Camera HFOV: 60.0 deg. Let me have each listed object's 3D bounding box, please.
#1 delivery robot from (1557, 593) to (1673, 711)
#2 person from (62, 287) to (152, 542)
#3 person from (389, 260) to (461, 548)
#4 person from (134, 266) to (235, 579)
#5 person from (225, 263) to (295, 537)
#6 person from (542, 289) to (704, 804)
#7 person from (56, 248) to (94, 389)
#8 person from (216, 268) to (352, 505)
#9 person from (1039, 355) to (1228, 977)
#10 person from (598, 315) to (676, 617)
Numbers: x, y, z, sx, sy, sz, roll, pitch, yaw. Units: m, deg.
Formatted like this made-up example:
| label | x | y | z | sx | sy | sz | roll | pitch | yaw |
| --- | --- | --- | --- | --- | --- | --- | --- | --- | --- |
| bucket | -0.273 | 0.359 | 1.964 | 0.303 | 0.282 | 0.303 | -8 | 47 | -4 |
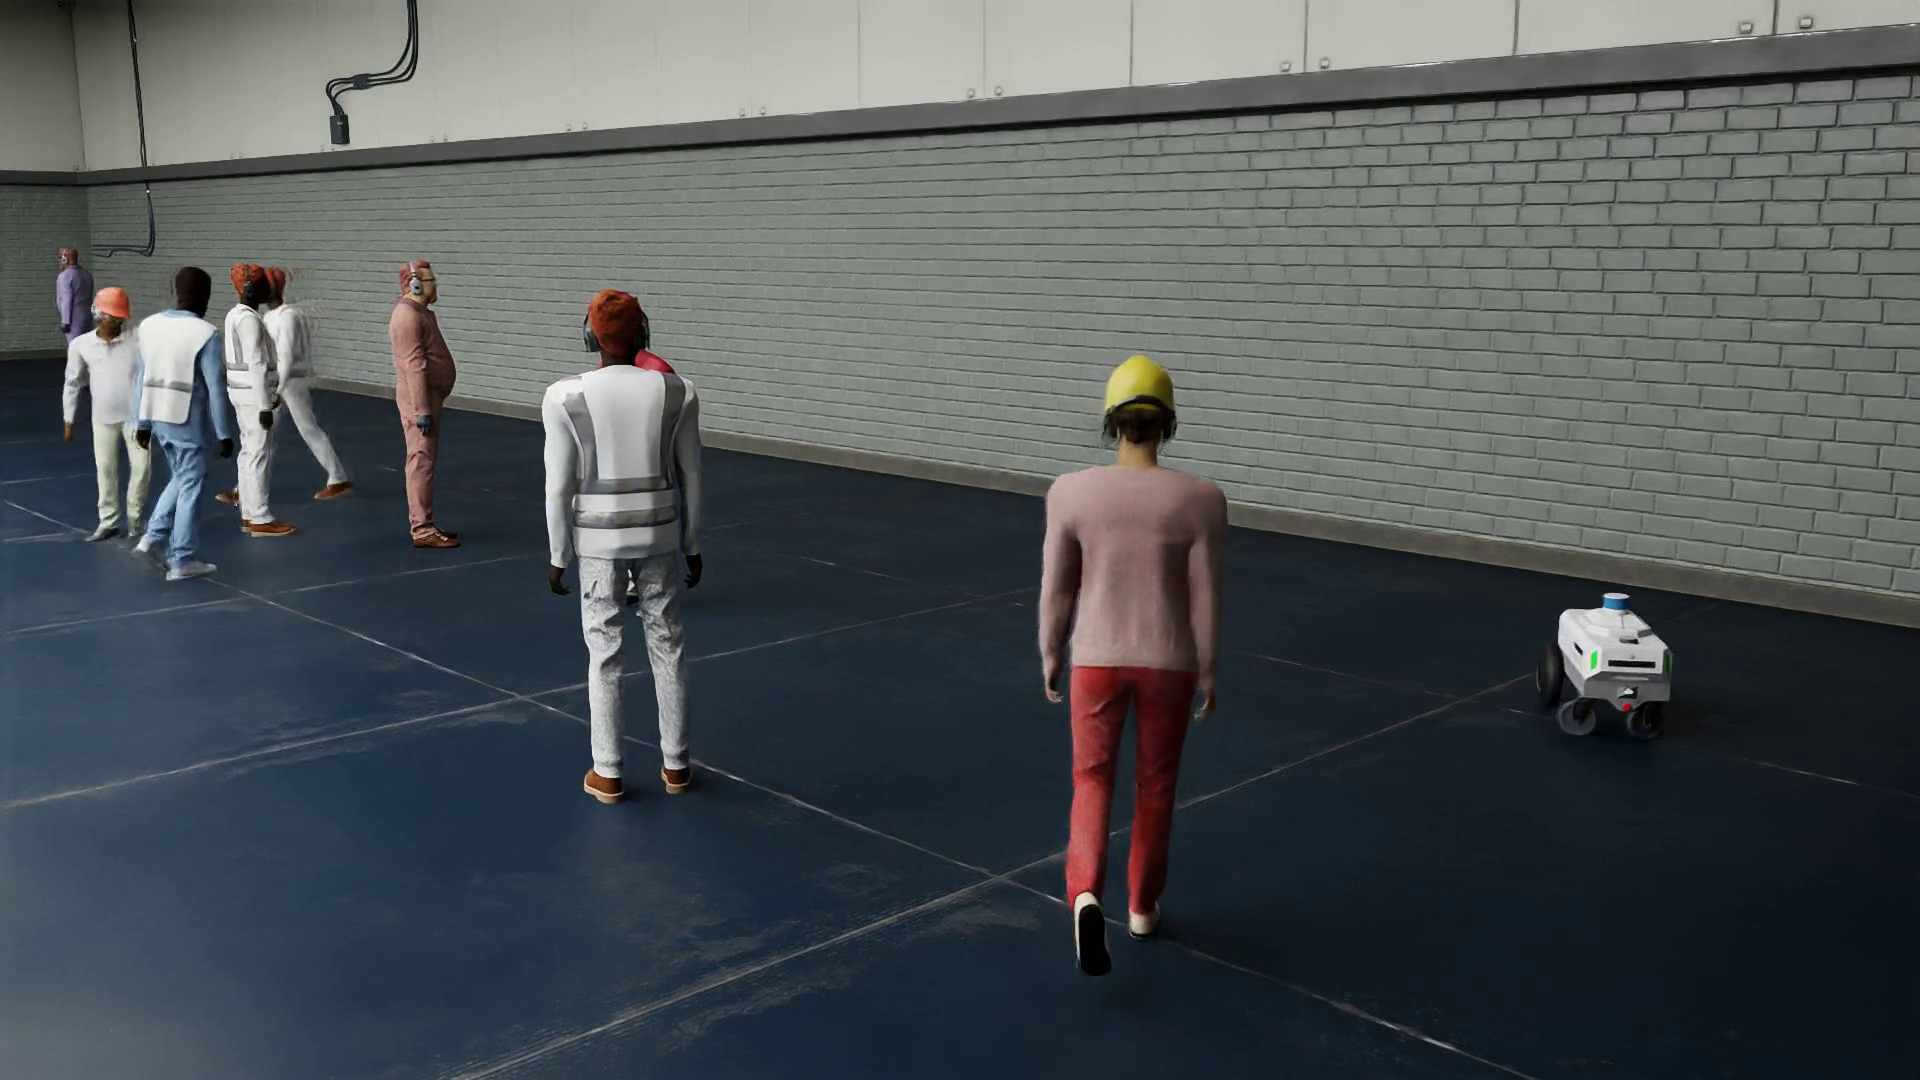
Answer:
| label | x | y | z | sx | sy | sz | roll | pitch | yaw |
| --- | --- | --- | --- | --- | --- | --- | --- | --- | --- |
| delivery robot | 2.779 | 0.470 | 7.078 | 0.477 | 0.478 | 0.707 | 2 | 11 | 9 |
| person | -5.748 | -0.850 | 11.309 | 0.646 | 1.729 | 0.367 | -3 | 11 | -14 |
| person | -3.576 | -0.904 | 11.131 | 0.410 | 1.913 | 0.639 | -3 | 11 | -18 |
| person | -4.677 | -0.694 | 10.039 | 0.638 | 1.885 | 0.467 | 4 | 11 | 23 |
| person | -4.892 | -0.960 | 11.537 | 0.342 | 1.887 | 0.607 | -7 | 13 | -34 |
| person | -1.225 | 0.029 | 6.119 | 0.578 | 1.881 | 0.346 | -4 | 11 | -21 |
| person | -11.969 | -2.986 | 22.494 | 0.399 | 1.908 | 0.643 | 1 | 10 | 4 |
| person | -5.237 | -1.179 | 12.871 | 1.005 | 1.835 | 0.581 | -10 | 14 | -44 |
| person | 0.474 | 0.361 | 4.690 | 0.533 | 1.746 | 0.676 | 2 | 11 | 11 |
| person | -1.801 | -0.450 | 9.115 | 0.571 | 1.743 | 0.351 | 8 | 13 | 36 |
